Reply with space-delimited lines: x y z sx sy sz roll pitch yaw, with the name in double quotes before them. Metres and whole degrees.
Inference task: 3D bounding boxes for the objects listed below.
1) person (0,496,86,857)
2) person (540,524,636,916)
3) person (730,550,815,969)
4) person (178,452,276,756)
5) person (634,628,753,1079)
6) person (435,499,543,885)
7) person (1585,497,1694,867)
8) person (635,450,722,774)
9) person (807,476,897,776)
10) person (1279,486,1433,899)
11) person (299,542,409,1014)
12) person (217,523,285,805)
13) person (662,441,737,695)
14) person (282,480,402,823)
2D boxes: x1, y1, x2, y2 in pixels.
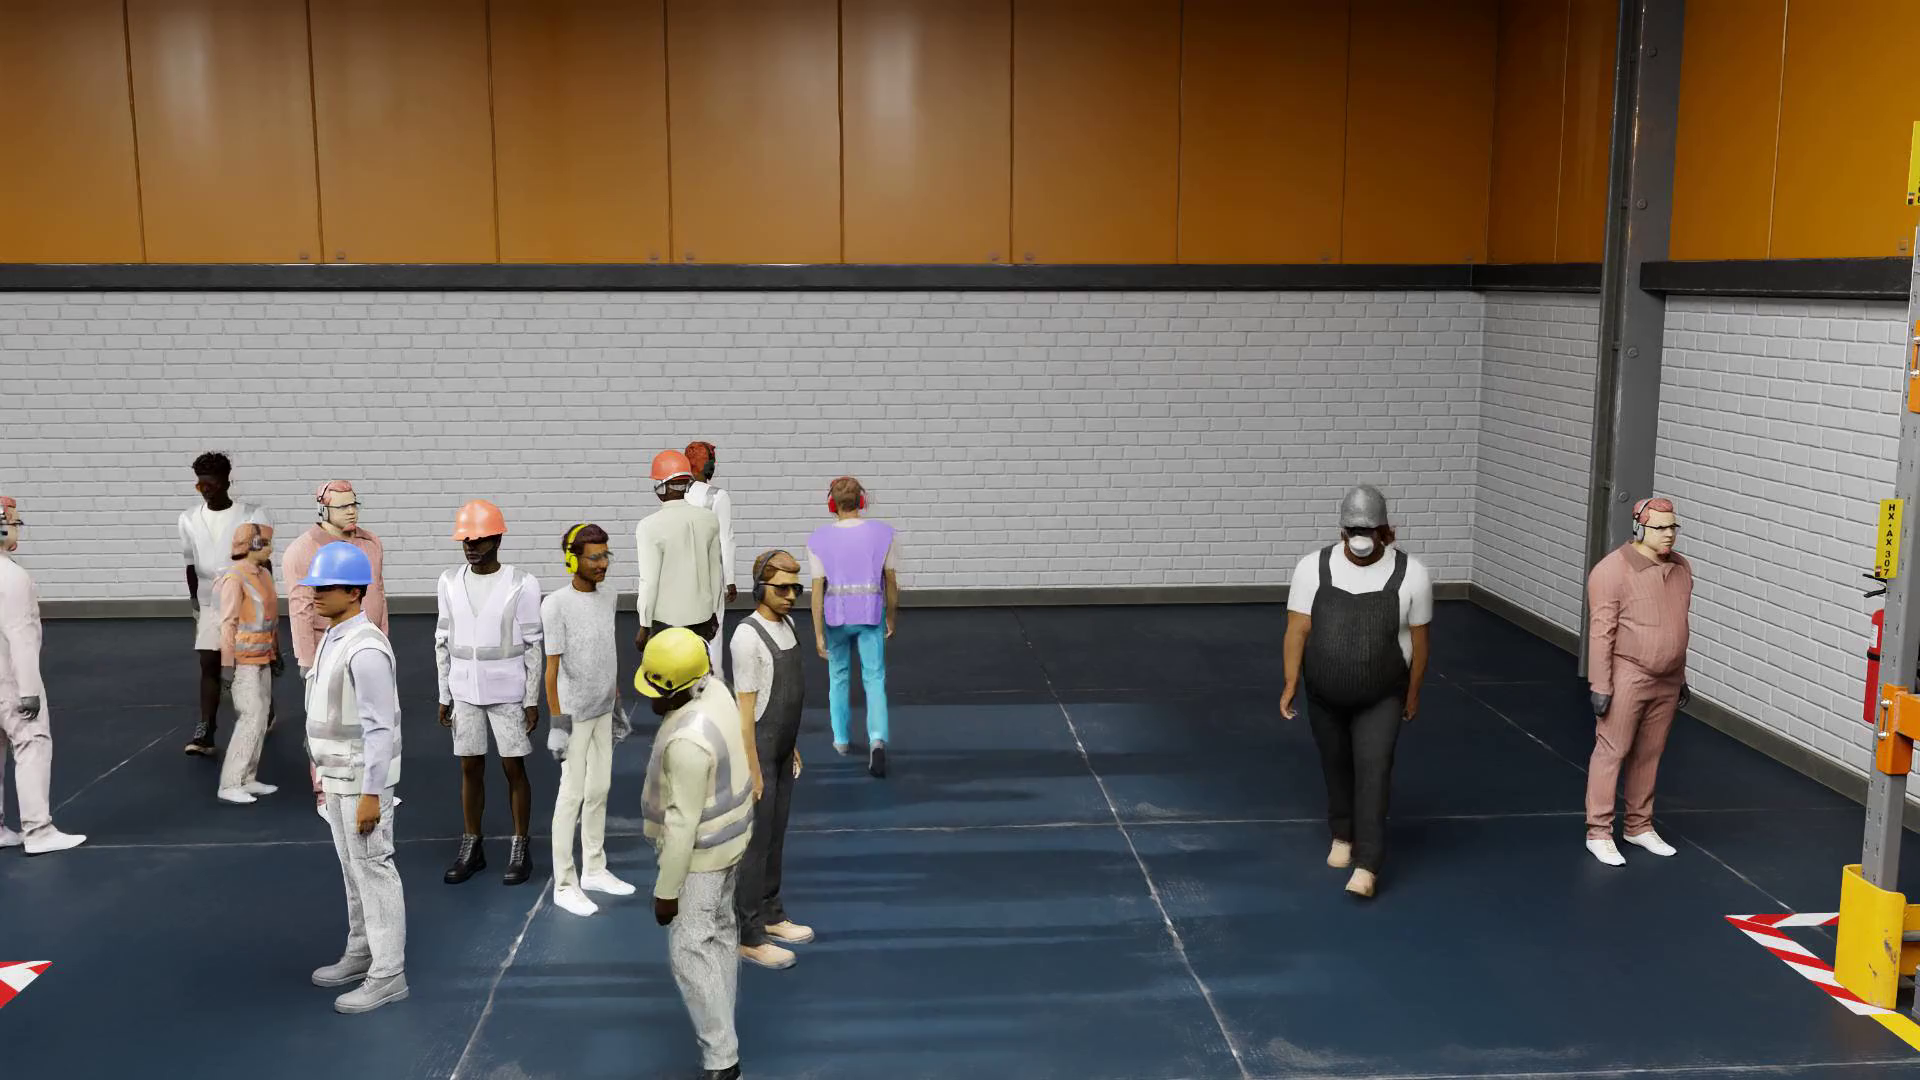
"person" -4.973 0.712 8.674 0.661 1.900 0.439 5 10 27
"person" -1.783 0.844 7.978 0.310 1.861 0.532 5 10 26
"person" -0.839 0.951 7.374 0.344 1.840 0.506 3 9 15
"person" -4.698 0.387 10.697 0.628 1.917 0.998 0 9 -2
"person" -0.983 1.165 6.239 0.406 1.782 0.666 1 9 5
"person" -2.348 0.757 8.278 0.543 1.940 0.361 1 9 7
"person" 3.534 0.724 8.595 0.651 1.906 0.402 -4 10 -24
"person" -1.707 0.450 10.035 0.397 1.992 0.623 8 12 40
"person" -0.649 0.513 10.228 0.567 1.809 0.885 -1 9 -9
"person" 1.929 0.715 8.227 0.693 2.000 0.953 4 10 24
"person" -2.516 0.967 6.922 0.375 1.950 0.614 -6 11 -34
"person" -4.109 0.708 9.642 0.318 1.599 0.578 0 9 -3
"person" -1.816 0.250 11.638 0.581 1.882 0.339 5 10 27
"person" -3.425 0.611 9.300 0.408 1.908 0.641 5 10 27
